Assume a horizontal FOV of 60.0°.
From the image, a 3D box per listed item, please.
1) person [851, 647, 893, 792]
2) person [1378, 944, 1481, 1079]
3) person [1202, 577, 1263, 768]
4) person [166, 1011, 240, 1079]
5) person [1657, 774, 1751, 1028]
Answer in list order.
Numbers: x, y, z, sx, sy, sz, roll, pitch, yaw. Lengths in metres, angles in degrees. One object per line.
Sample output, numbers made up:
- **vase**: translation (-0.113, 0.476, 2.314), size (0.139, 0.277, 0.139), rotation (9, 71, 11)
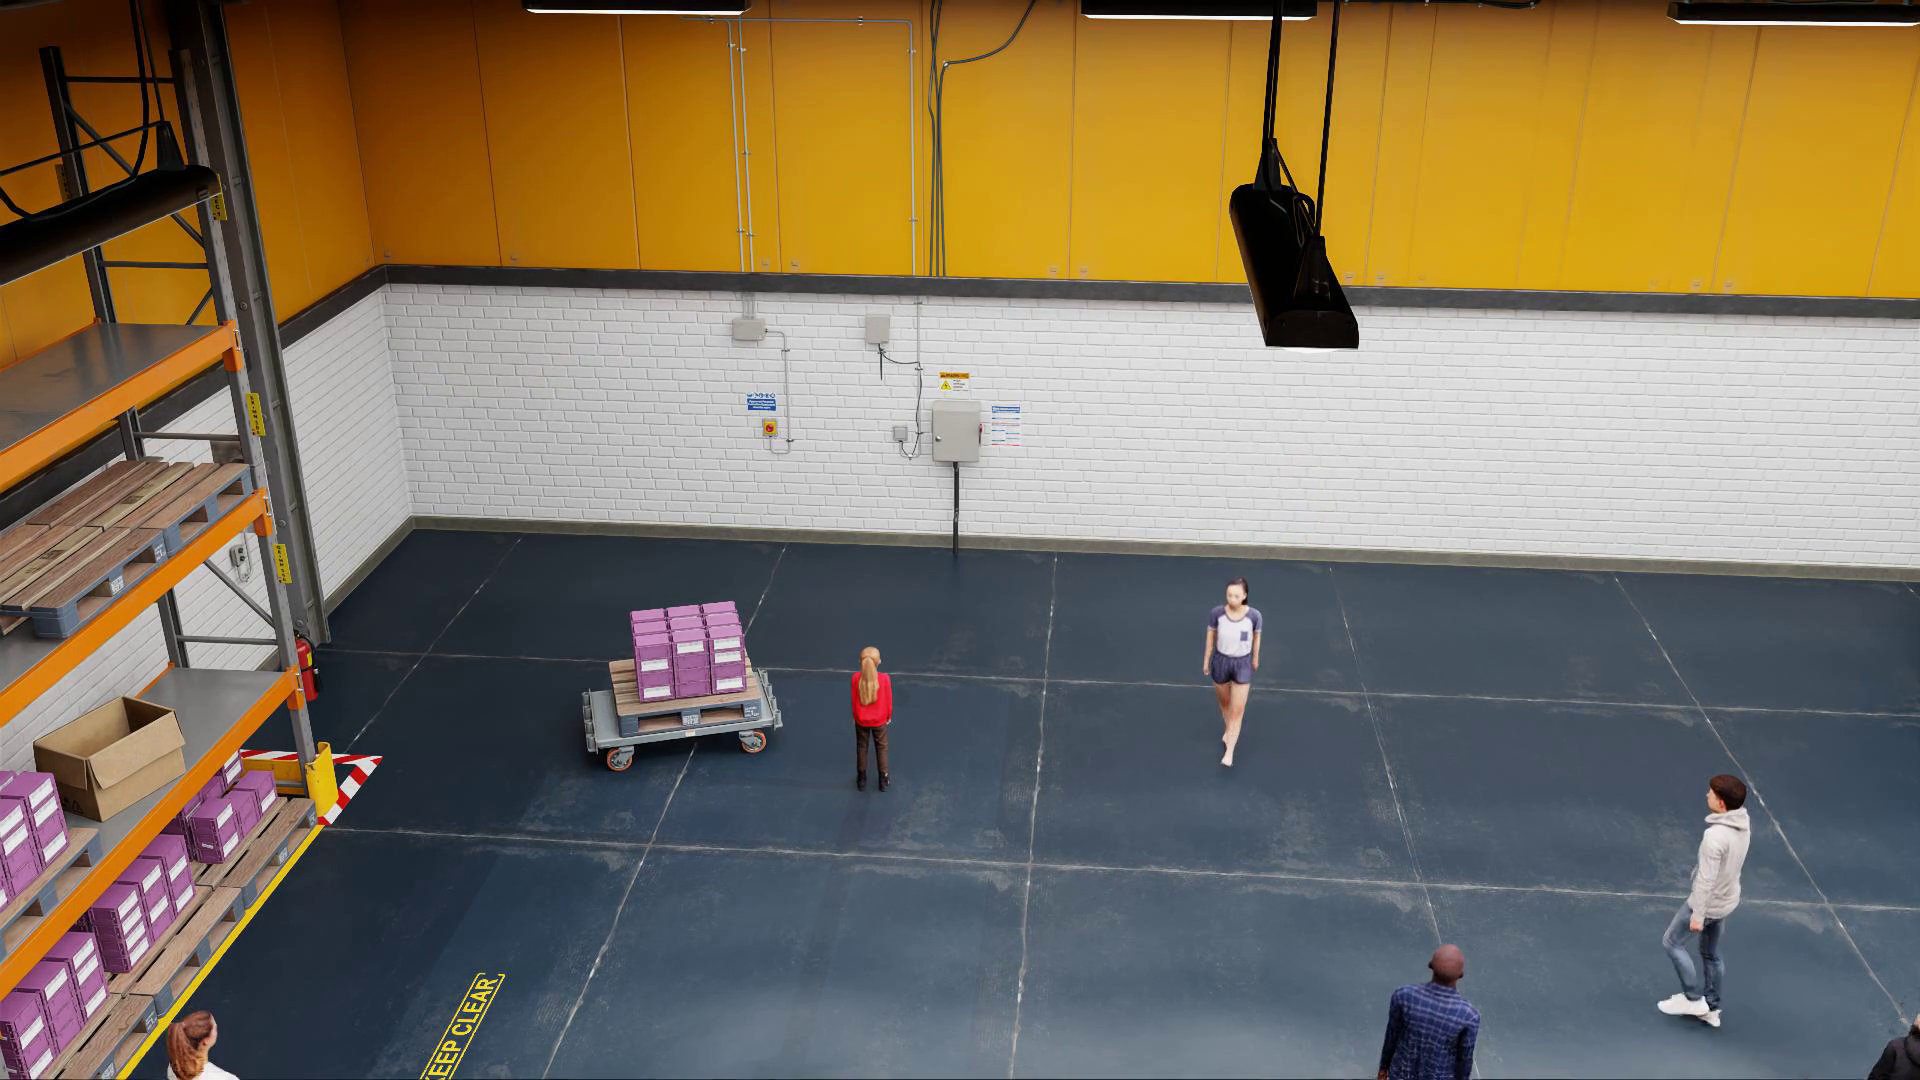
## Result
- **person**: translation (-0.732, 1.462, 13.658), size (0.488, 1.282, 0.490), rotation (0, 24, 1)
- **person**: translation (2.590, 3.075, 9.327), size (0.806, 1.794, 1.142), rotation (7, 25, 16)
- **person**: translation (2.323, 1.058, 14.169), size (0.764, 1.612, 1.064), rotation (7, 25, 17)
- **person**: translation (-4.068, 3.314, 8.901), size (0.900, 1.697, 1.083), rotation (14, 27, 28)
- **person**: translation (4.978, 2.397, 10.825), size (0.881, 1.836, 0.801), rotation (20, 31, 38)
